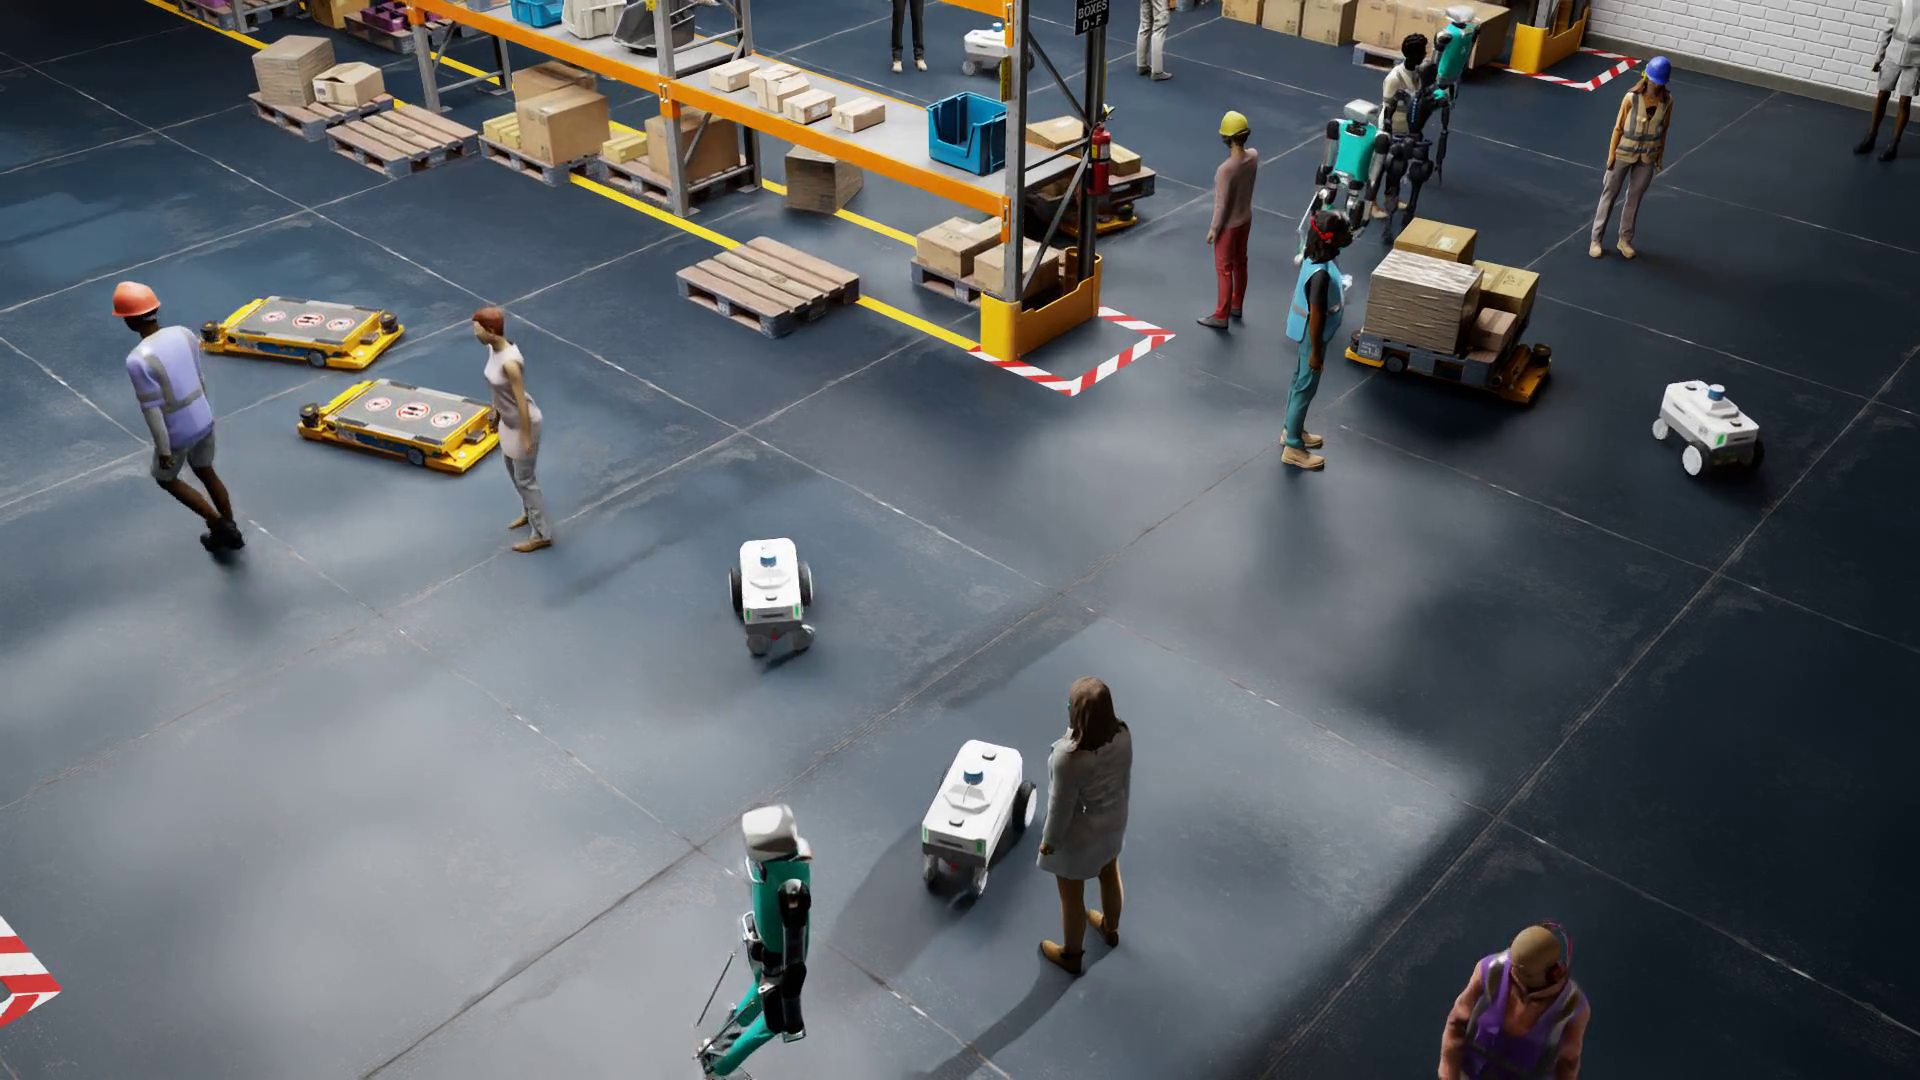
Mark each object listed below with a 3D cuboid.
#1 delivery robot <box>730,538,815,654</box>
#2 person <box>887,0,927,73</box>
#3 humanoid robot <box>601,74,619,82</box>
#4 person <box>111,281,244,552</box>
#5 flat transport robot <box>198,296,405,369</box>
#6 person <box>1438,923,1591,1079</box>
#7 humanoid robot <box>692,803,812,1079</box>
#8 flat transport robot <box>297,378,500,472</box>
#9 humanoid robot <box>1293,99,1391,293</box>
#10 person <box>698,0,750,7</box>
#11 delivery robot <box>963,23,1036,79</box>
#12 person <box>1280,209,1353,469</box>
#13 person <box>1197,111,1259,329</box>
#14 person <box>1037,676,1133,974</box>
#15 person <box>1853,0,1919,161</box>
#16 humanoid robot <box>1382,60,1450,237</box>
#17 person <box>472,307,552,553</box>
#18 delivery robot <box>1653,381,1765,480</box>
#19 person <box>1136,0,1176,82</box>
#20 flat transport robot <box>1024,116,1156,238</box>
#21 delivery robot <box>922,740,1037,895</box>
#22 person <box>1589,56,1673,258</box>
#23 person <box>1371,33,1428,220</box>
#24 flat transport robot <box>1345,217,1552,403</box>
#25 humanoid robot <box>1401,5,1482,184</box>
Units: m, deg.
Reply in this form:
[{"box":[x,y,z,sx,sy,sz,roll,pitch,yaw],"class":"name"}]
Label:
[{"box":[-1.137,0.305,10.118,0.524,0.596,0.767,-4,35,-6],"class":"delivery robot"},{"box":[-0.569,-6.057,18.198,0.509,1.845,0.342,-7,35,-10],"class":"person"},{"box":[-4.166,-5.912,18.138,1.036,1.772,0.541,27,43,33],"class":"humanoid robot"},{"box":[-4.897,-0.723,10.408,0.426,1.915,0.563,8,35,12],"class":"person"},{"box":[-5.230,-1.653,13.205,1.431,0.231,0.659,8,35,11],"class":"flat transport robot"},{"box":[2.109,2.141,6.474,0.511,1.667,0.477,24,41,30],"class":"person"},{"box":[-0.931,1.895,6.852,0.727,1.889,0.544,-10,36,-15],"class":"humanoid robot"},{"box":[-4.013,-0.849,12.041,1.431,0.231,0.659,13,37,18],"class":"flat transport robot"},{"box":[2.952,-2.557,13.225,0.530,1.754,0.914,24,41,31],"class":"humanoid robot"},{"box":[-2.849,-7.342,20.163,0.870,1.731,0.496,0,35,0],"class":"person"},{"box":[0.418,-5.405,18.382,0.788,0.587,0.499,14,37,20],"class":"delivery robot"},{"box":[2.424,-1.390,11.418,0.374,1.865,0.538,6,35,8],"class":"person"},{"box":[2.126,-2.522,13.152,0.325,1.761,0.522,25,42,32],"class":"person"},{"box":[0.572,1.307,7.689,0.489,1.659,0.339,-23,41,-30],"class":"person"},{"box":[9.135,-4.647,16.091,0.385,1.926,0.543,-28,43,-34],"class":"person"},{"box":[3.894,-3.310,14.365,0.608,1.640,0.394,19,39,25],"class":"humanoid robot"},{"box":[-2.856,-0.725,10.648,0.352,1.640,0.502,-20,40,-27],"class":"person"},{"box":[5.279,-0.792,11.722,0.499,0.613,0.807,-8,35,-12],"class":"delivery robot"},{"box":[2.113,-5.917,17.957,0.404,1.892,0.536,-23,41,-30],"class":"person"},{"box":[0.958,-3.174,15.408,0.659,0.231,1.431,-20,39,-26],"class":"flat transport robot"},{"box":[0.068,1.383,8.544,0.499,0.583,0.767,11,36,16],"class":"delivery robot"},{"box":[5.769,-3.264,14.214,0.460,1.772,0.317,1,35,1],"class":"person"},{"box":[3.949,-3.727,14.959,0.531,1.690,0.322,-27,43,-33],"class":"person"},{"box":[3.788,-1.442,12.899,1.431,0.231,0.659,18,39,25],"class":"flat transport robot"},{"box":[4.352,-4.173,15.563,0.532,1.757,0.776,-22,40,-28],"class":"humanoid robot"}]
